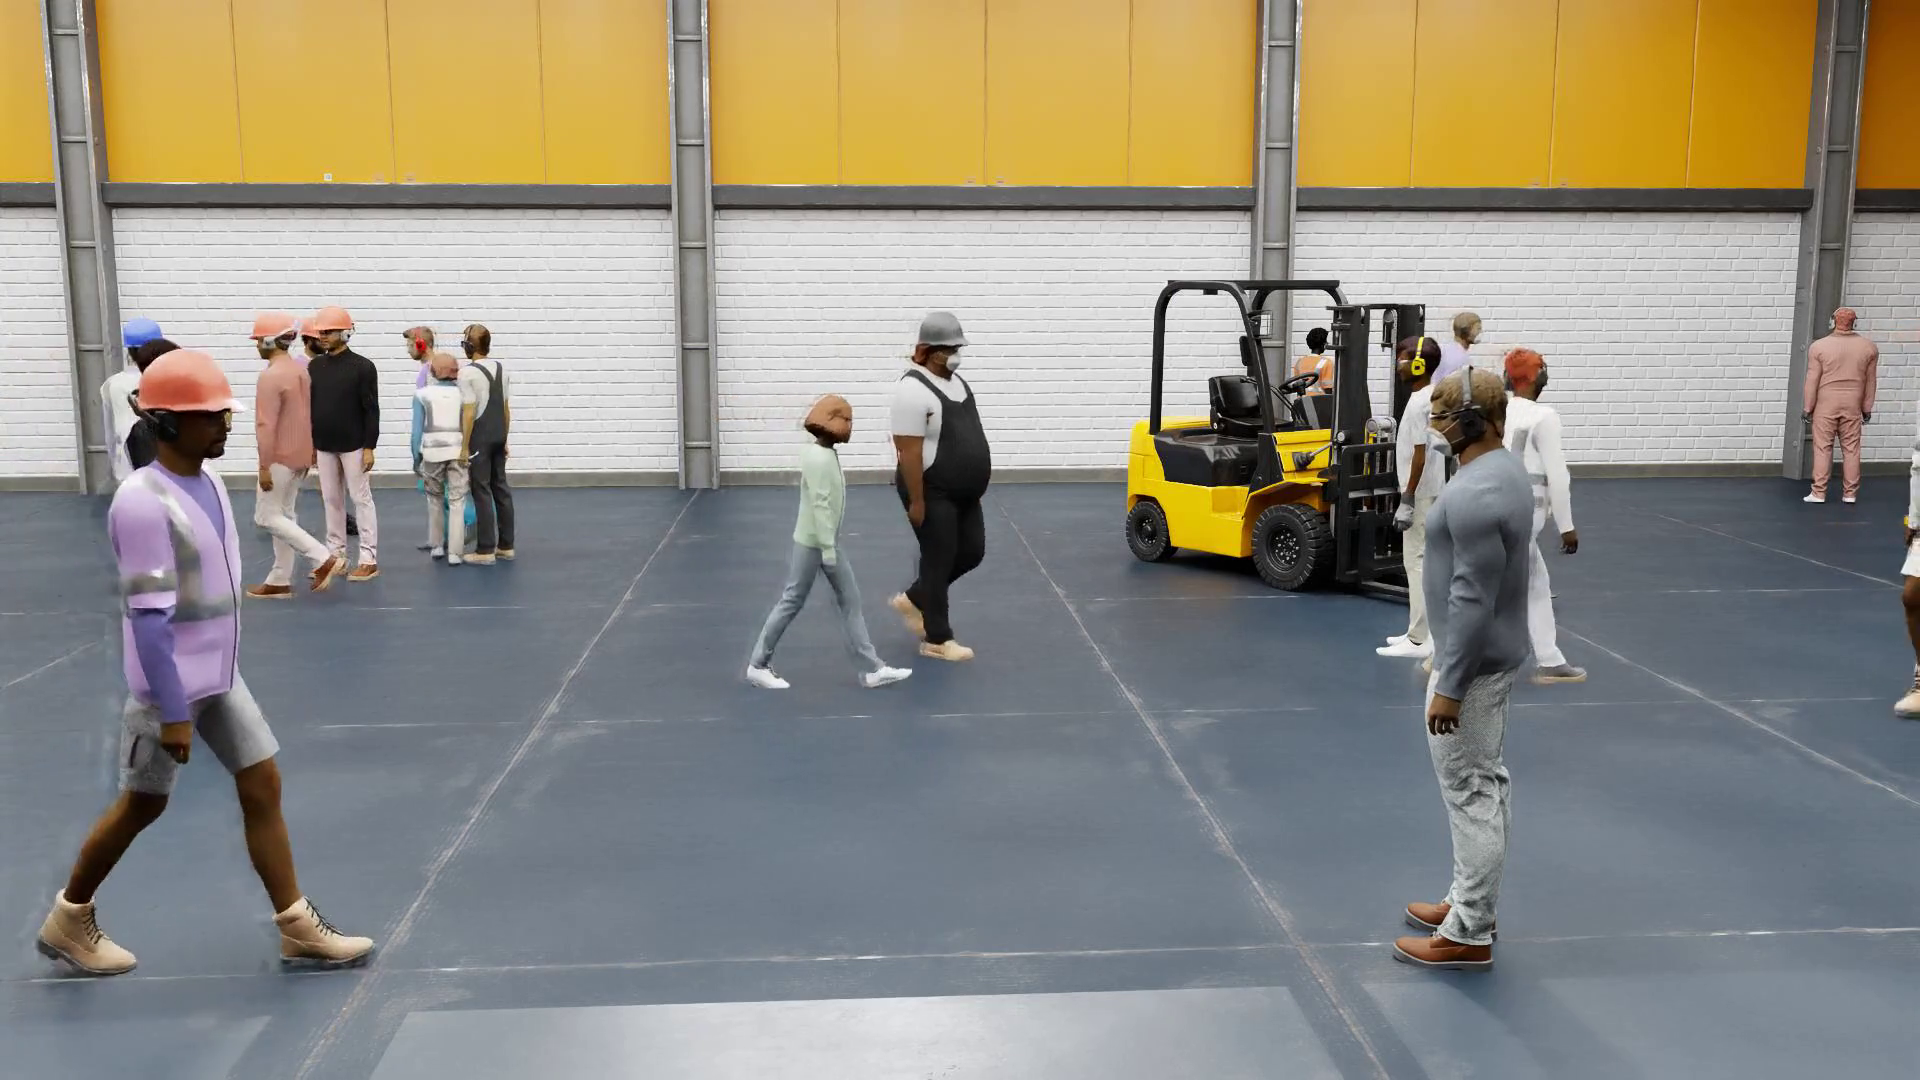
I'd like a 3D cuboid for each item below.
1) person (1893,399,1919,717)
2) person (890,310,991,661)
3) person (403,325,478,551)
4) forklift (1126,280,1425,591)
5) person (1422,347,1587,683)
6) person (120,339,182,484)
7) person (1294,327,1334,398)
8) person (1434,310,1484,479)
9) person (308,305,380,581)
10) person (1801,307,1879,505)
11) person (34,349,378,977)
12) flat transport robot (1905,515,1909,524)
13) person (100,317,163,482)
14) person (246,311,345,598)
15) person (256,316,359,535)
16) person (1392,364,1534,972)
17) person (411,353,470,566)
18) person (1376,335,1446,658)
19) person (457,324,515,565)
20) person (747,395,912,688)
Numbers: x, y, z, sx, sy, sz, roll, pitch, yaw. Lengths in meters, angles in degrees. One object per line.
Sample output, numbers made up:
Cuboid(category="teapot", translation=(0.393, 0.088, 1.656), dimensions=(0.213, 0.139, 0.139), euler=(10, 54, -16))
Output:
Cuboid(category="person", translation=(4.896, -0.082, 8.138), dimensions=(0.647, 2.019, 0.637), euler=(-6, 11, -33))
Cuboid(category="person", translation=(-0.119, -0.324, 9.595), dimensions=(0.599, 2.000, 0.697), euler=(5, 10, 27))
Cuboid(category="person", translation=(-4.141, -0.804, 13.297), dimensions=(0.514, 1.816, 0.615), euler=(-3, 10, -21))
Cuboid(category="forklift", translation=(2.301, -0.860, 12.475), dimensions=(1.214, 2.155, 2.313), euler=(-6, 11, -35))
Cuboid(category="person", translation=(2.927, -0.108, 8.910), dimensions=(0.971, 1.838, 0.593), euler=(-2, 9, -14))
Cuboid(category="person", translation=(-3.892, -0.048, 8.297), dimensions=(0.594, 1.895, 0.607), euler=(-2, 9, -11))
Cuboid(category="person", translation=(3.582, -1.303, 16.837), dimensions=(0.320, 1.694, 0.531), euler=(-5, 10, -28))
Cuboid(category="person", translation=(4.130, -0.941, 13.851), dimensions=(0.441, 1.922, 0.646), euler=(2, 9, 11))
Cuboid(category="person", translation=(-4.494, -0.697, 12.082), dimensions=(0.612, 1.995, 0.378), euler=(3, 10, 19))
Cuboid(category="person", translation=(8.481, -1.292, 16.091), dimensions=(0.651, 1.906, 0.401), euler=(1, 9, 7))
Cuboid(category="person", translation=(-2.452, 0.405, 5.175), dimensions=(1.044, 2.004, 0.627), euler=(0, 9, 0))
Cuboid(category="flat transport robot", translation=(8.987, -0.261, 14.733), dimensions=(1.431, 0.197, 0.652), euler=(-8, 12, -42))
Cuboid(category="person", translation=(-5.065, -0.413, 10.430), dimensions=(0.607, 1.951, 0.379), euler=(3, 10, 19))
Cuboid(category="person", translation=(-4.555, -0.558, 11.272), dimensions=(0.647, 1.972, 0.628), euler=(1, 9, 4))
Cuboid(category="person", translation=(-5.539, -0.953, 14.075), dimensions=(1.002, 1.888, 0.546), euler=(-1, 9, -6))
Cuboid(category="person", translation=(1.622, 0.409, 5.324), dimensions=(0.373, 1.936, 0.629), euler=(4, 10, 24))
Cuboid(category="person", translation=(-3.941, -0.625, 12.807), dimensions=(0.527, 1.617, 0.684), euler=(-3, 9, -16))
Cuboid(category="person", translation=(2.638, -0.250, 9.658), dimensions=(0.329, 1.874, 0.508), euler=(5, 10, 27))
Cuboid(category="person", translation=(-3.647, -0.731, 12.760), dimensions=(0.326, 1.843, 0.516), euler=(4, 10, 25))
Cuboid(category="person", translation=(-0.744, 0.018, 8.872), dimensions=(0.876, 1.590, 0.539), euler=(2, 9, 9))
